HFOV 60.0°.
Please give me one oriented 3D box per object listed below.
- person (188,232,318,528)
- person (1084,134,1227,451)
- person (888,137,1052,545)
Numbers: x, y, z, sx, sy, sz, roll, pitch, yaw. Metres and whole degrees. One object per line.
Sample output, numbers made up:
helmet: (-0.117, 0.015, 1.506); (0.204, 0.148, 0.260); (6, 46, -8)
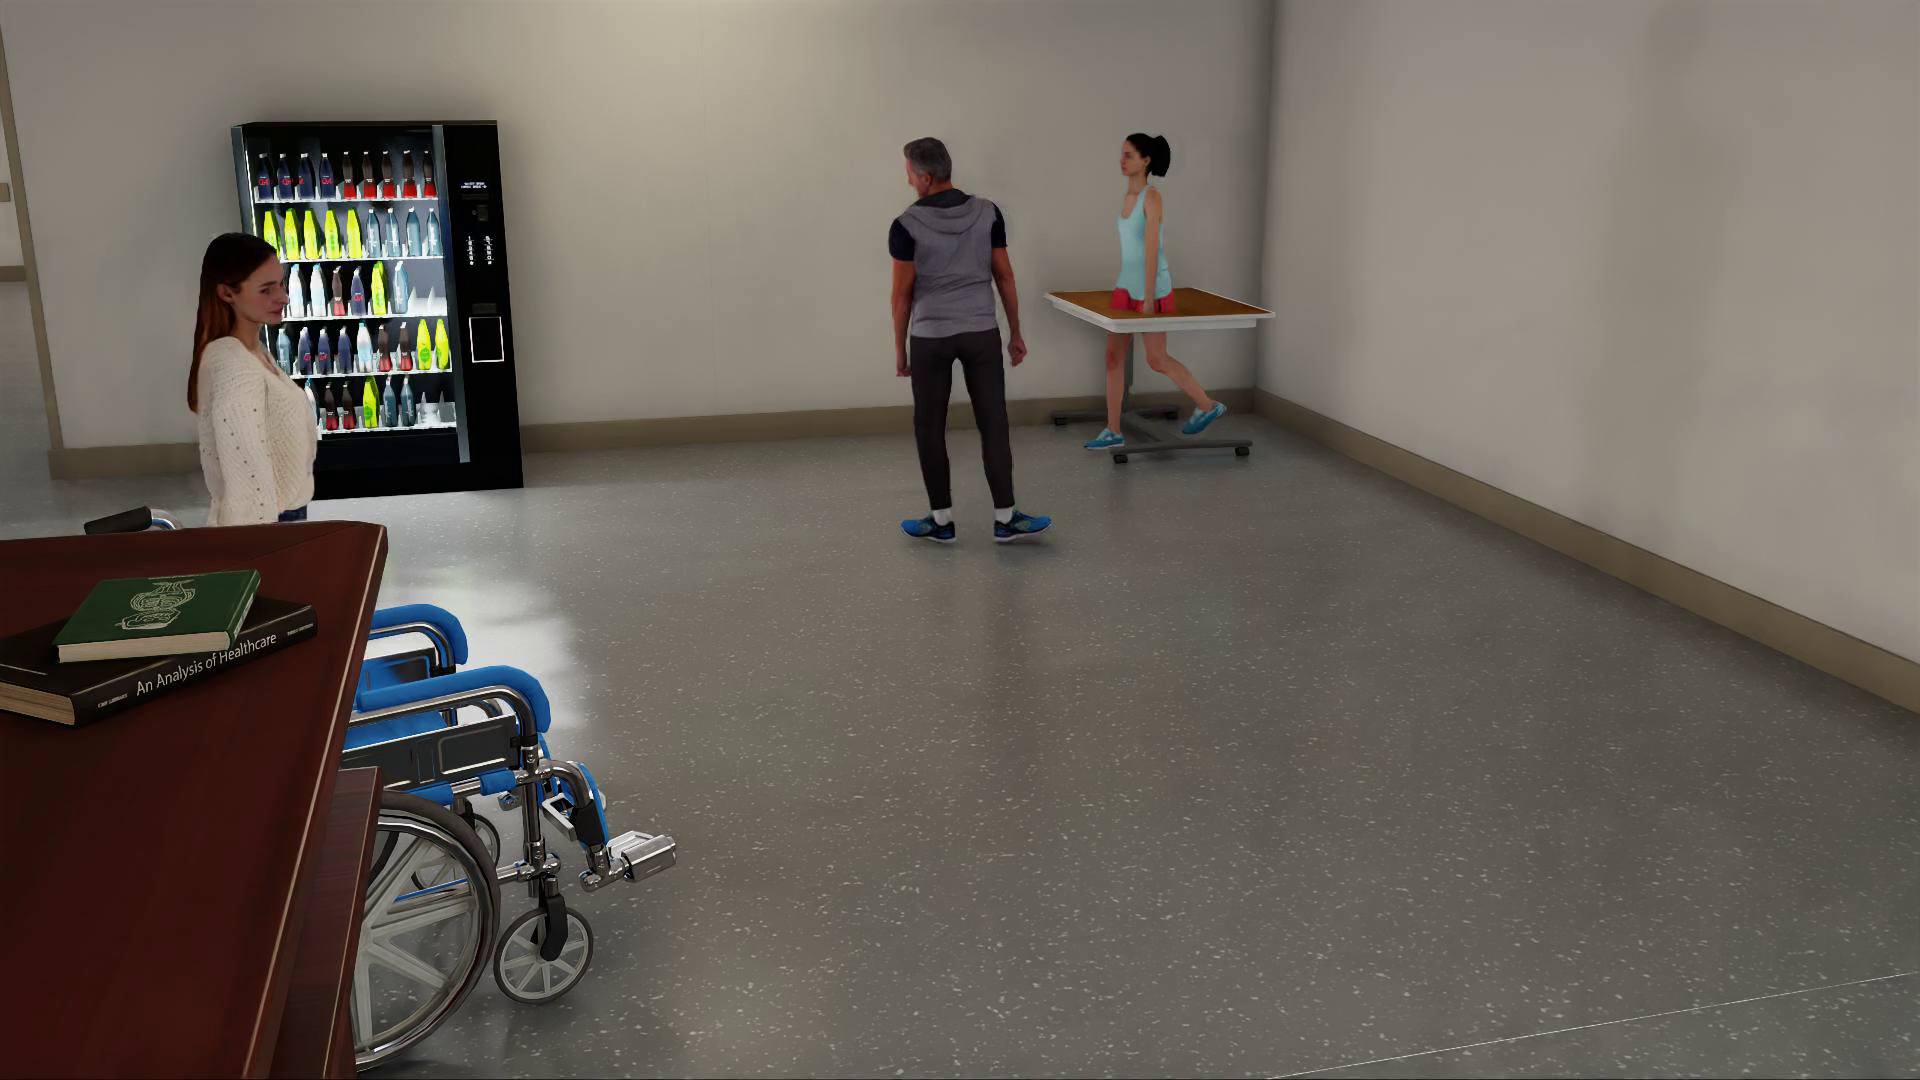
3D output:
person: (-1.939, 0.040, 4.424); (0.760, 1.681, 0.659); (-6, 17, -19)
person: (1.087, -1.334, 9.199); (1.107, 1.736, 0.671); (-5, 16, -17)
person: (0.049, -0.870, 7.428); (0.525, 1.802, 0.951); (0, 16, -1)
